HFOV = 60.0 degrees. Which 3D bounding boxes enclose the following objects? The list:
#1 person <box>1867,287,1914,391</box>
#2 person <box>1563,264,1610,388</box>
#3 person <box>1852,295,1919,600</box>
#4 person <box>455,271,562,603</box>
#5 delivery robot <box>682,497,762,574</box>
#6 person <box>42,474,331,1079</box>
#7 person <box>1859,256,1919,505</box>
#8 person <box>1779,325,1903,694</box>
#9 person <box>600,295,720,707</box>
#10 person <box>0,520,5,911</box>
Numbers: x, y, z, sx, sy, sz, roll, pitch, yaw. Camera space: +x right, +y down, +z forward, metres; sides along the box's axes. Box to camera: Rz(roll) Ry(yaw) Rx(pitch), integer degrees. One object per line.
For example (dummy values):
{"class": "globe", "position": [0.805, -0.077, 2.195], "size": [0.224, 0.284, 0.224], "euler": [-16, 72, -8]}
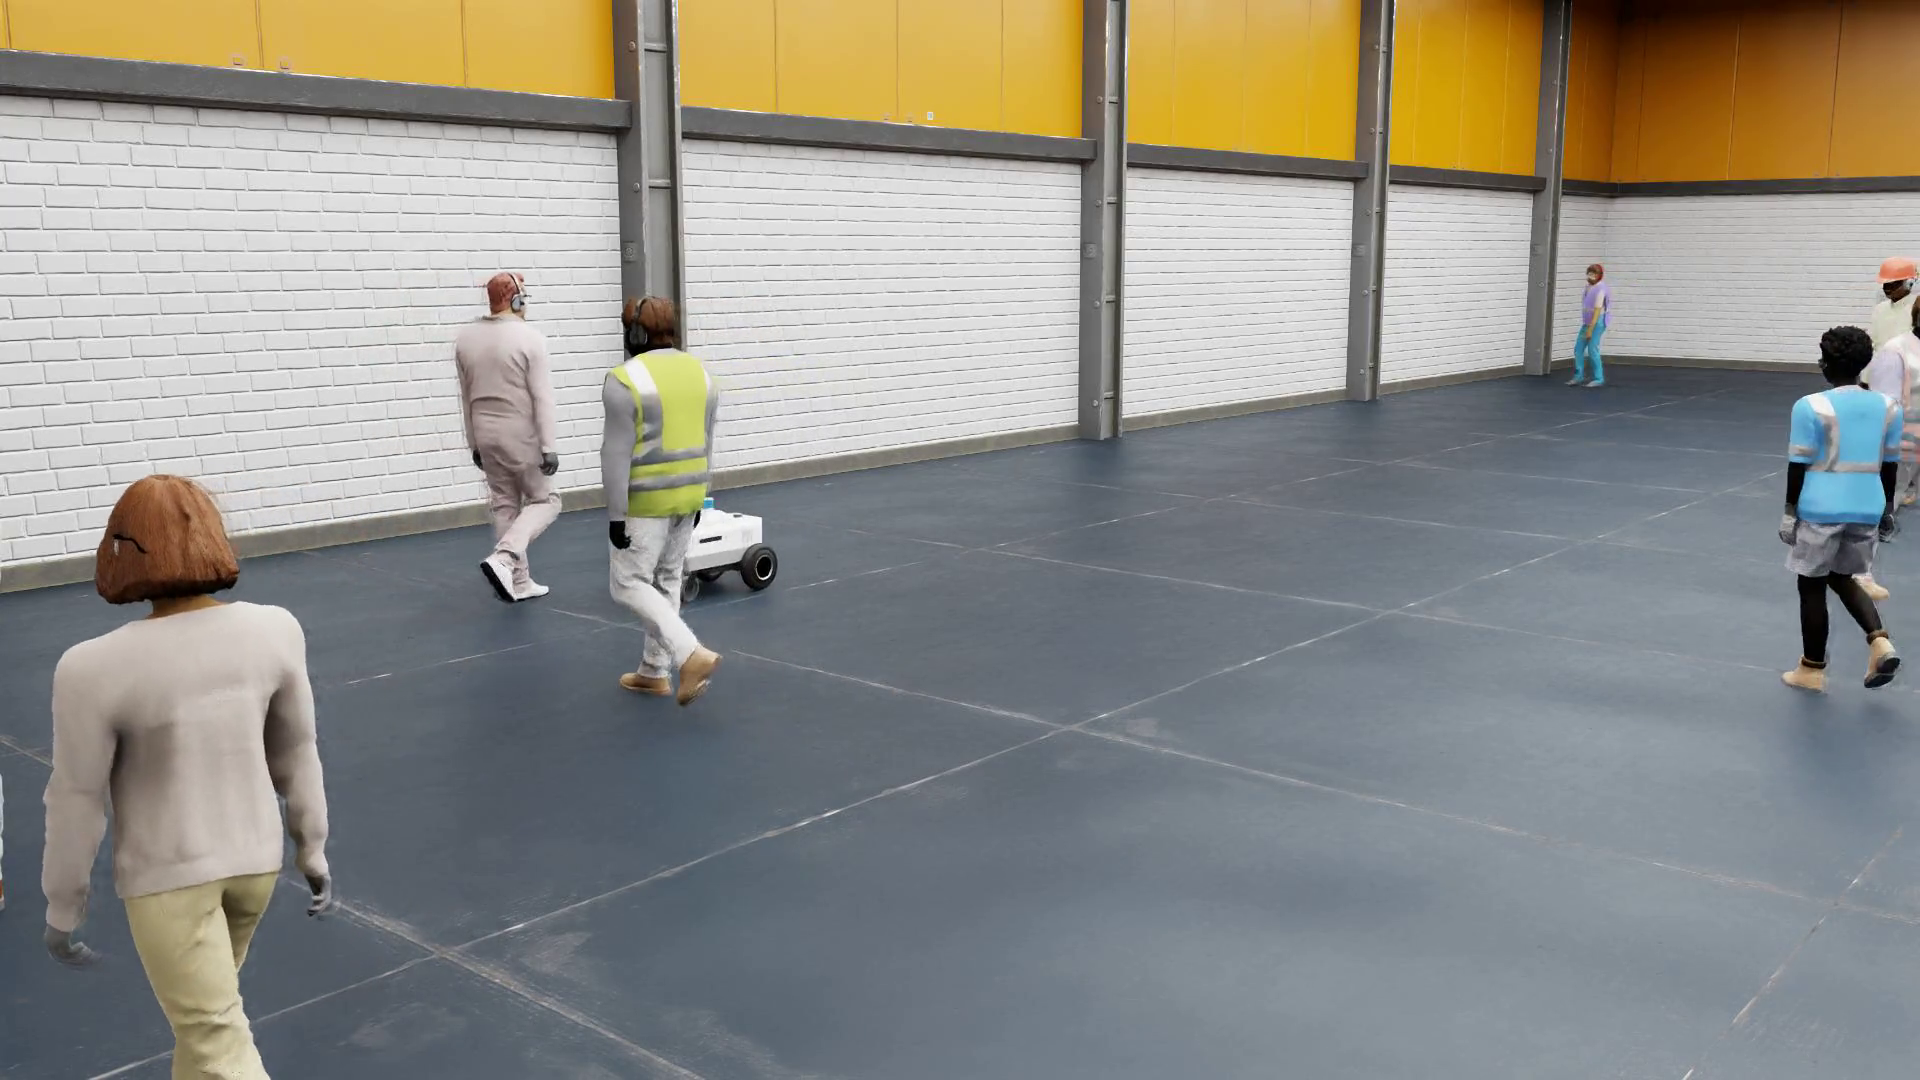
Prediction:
{"class": "person", "position": [11.588, -2.542, 20.830], "size": [0.561, 1.840, 0.798], "euler": [0, 10, -2]}
{"class": "person", "position": [9.093, -3.080, 24.022], "size": [0.639, 1.789, 0.664], "euler": [-1, 10, -4]}
{"class": "person", "position": [5.386, -0.492, 9.279], "size": [0.651, 1.790, 0.976], "euler": [-3, 10, -15]}
{"class": "person", "position": [-2.535, -0.556, 9.358], "size": [0.665, 1.891, 0.538], "euler": [5, 11, 26]}
{"class": "delivery robot", "position": [-1.495, -0.006, 9.767], "size": [0.477, 0.478, 0.707], "euler": [7, 12, 36]}
{"class": "person", "position": [-1.505, 0.662, 3.290], "size": [0.846, 1.590, 0.513], "euler": [7, 12, 33]}
{"class": "person", "position": [7.331, -1.230, 13.021], "size": [0.504, 1.963, 0.618], "euler": [-1, 10, -5]}
{"class": "person", "position": [3.961, -0.112, 7.442], "size": [0.543, 1.683, 0.431], "euler": [-2, 10, -12]}
{"class": "person", "position": [-1.310, -0.158, 7.310], "size": [0.703, 1.827, 0.650], "euler": [7, 12, 35]}
{"class": "person", "position": [-3.139, 0.212, 4.879], "size": [0.371, 1.935, 0.627], "euler": [8, 13, 40]}
